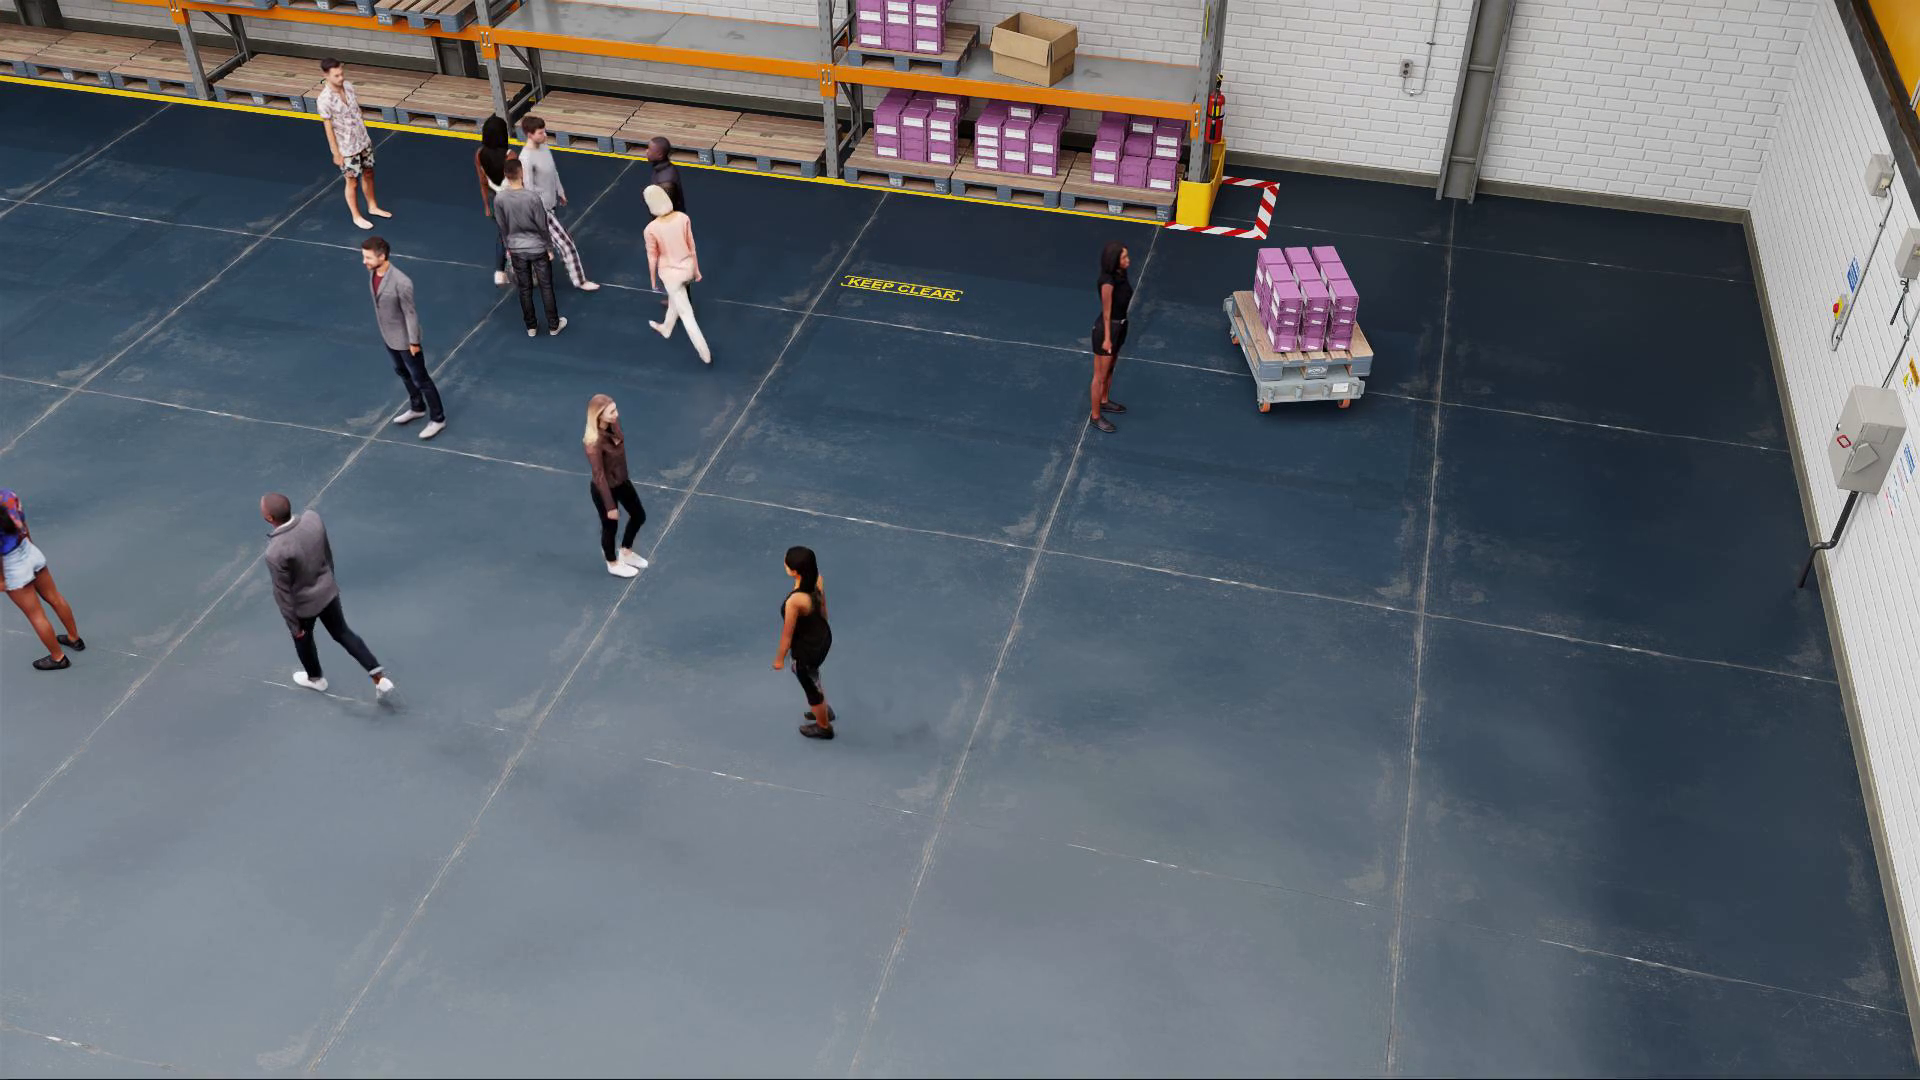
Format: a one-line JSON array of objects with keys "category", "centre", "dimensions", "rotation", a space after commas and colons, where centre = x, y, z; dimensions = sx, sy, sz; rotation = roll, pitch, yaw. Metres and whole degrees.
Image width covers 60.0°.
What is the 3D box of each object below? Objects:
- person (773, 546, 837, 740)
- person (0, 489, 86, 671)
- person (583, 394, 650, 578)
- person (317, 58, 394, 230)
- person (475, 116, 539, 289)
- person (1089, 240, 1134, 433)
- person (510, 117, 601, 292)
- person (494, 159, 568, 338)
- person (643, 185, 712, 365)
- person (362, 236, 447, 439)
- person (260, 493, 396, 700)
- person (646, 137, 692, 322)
[{"category": "person", "centre": [-0.939, 0.717, 11.206], "dimensions": [0.545, 1.656, 0.593], "rotation": [9, 39, 11]}, {"category": "person", "centre": [-6.656, 0.189, 11.793], "dimensions": [0.526, 1.748, 0.595], "rotation": [7, 39, 8]}, {"category": "person", "centre": [-2.713, -0.407, 12.583], "dimensions": [0.545, 1.693, 0.624], "rotation": [9, 40, 12]}, {"category": "person", "centre": [-6.304, -4.110, 17.126], "dimensions": [0.630, 1.810, 0.705], "rotation": [15, 41, 18]}, {"category": "person", "centre": [-4.364, -3.161, 15.946], "dimensions": [0.682, 1.800, 0.753], "rotation": [15, 41, 18]}, {"category": "person", "centre": [1.288, -1.777, 14.262], "dimensions": [0.558, 1.740, 0.628], "rotation": [14, 41, 17]}, {"category": "person", "centre": [-4.097, -3.212, 16.011], "dimensions": [1.167, 1.800, 0.762], "rotation": [6, 39, 7]}, {"category": "person", "centre": [-3.992, -2.698, 15.394], "dimensions": [0.569, 1.766, 0.732], "rotation": [0, 39, 0]}, {"category": "person", "centre": [-2.502, -2.368, 15.063], "dimensions": [1.018, 1.663, 1.178], "rotation": [-23, 44, -27]}, {"category": "person", "centre": [-4.741, -1.744, 14.118], "dimensions": [0.680, 1.867, 0.824], "rotation": [29, 47, 31]}, {"category": "person", "centre": [-4.389, 0.427, 11.462], "dimensions": [1.186, 1.790, 0.913], "rotation": [20, 43, 24]}, {"category": "person", "centre": [-2.721, -2.938, 15.639], "dimensions": [0.762, 1.836, 0.785], "rotation": [-9, 39, -11]}]
